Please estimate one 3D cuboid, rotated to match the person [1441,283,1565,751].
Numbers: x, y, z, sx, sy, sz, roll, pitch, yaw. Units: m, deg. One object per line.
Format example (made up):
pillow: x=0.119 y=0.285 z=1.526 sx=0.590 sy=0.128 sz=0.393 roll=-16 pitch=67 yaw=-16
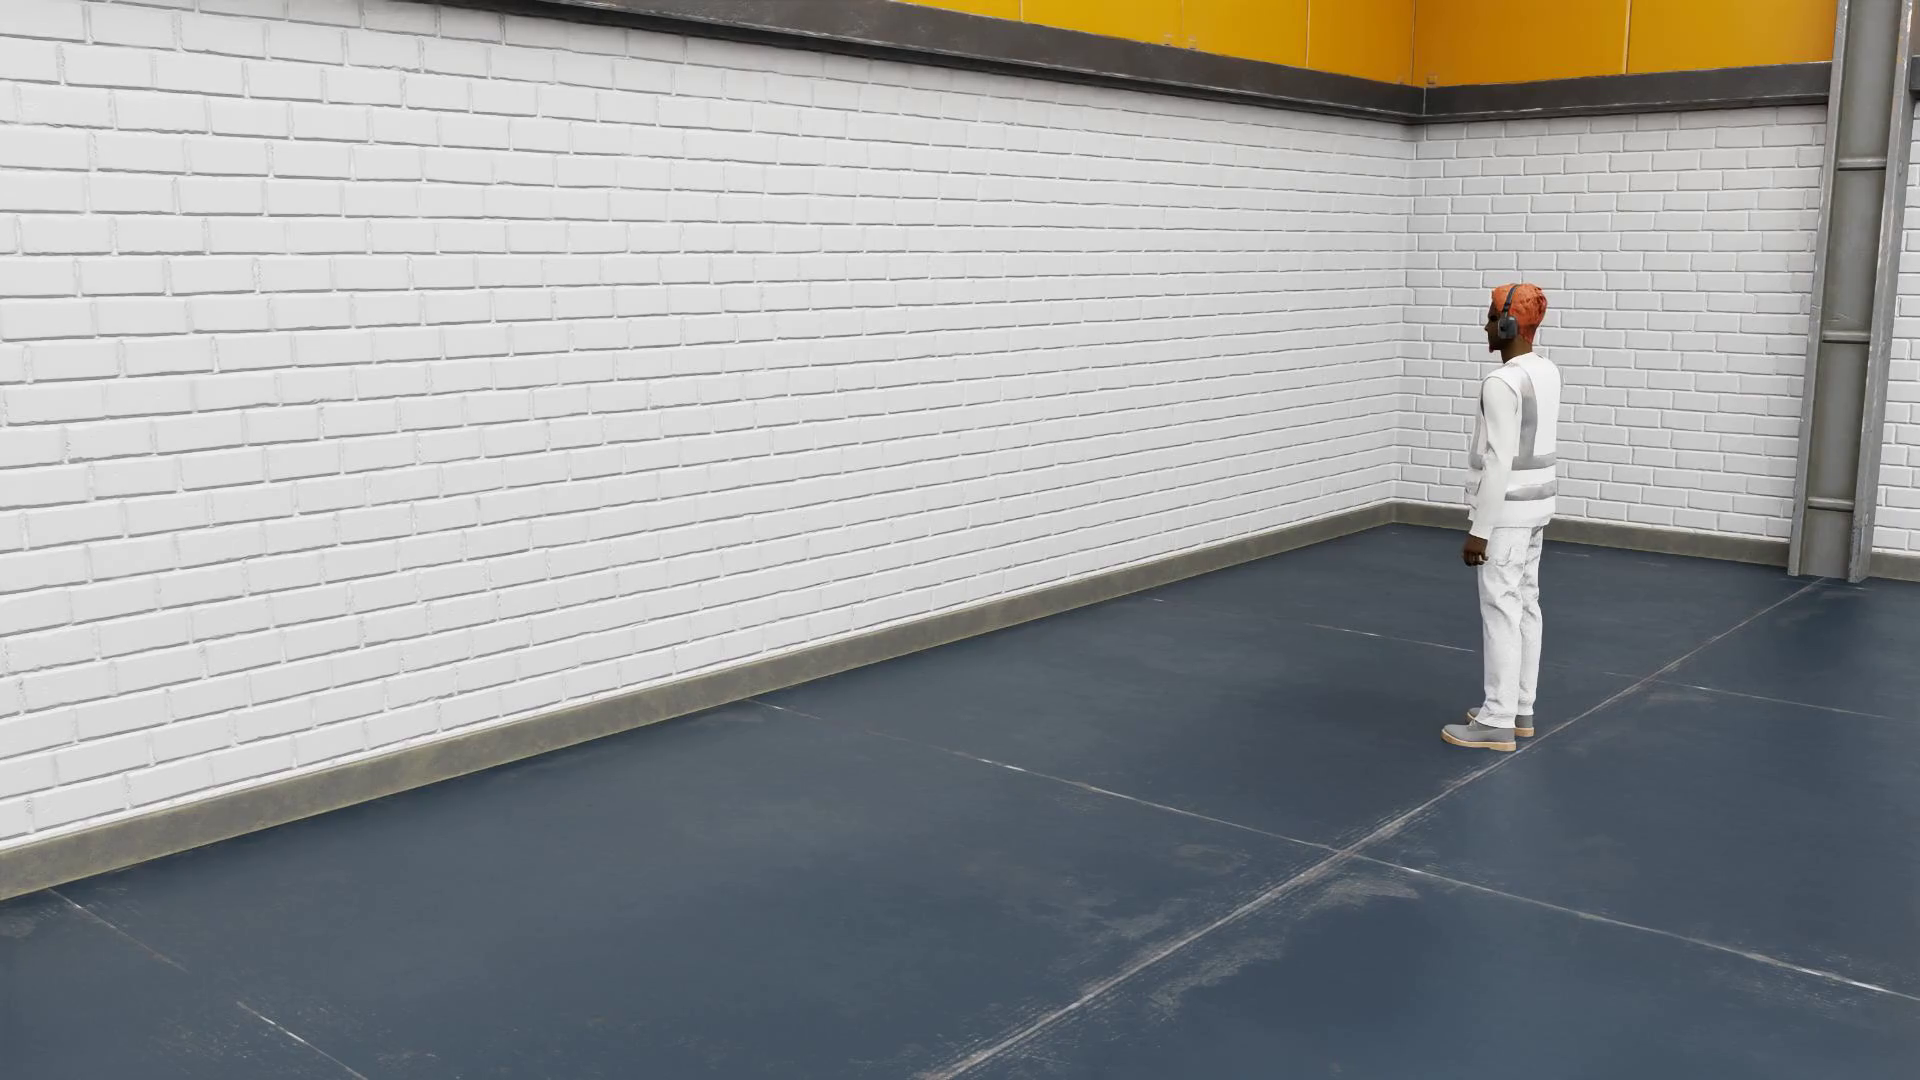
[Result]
person: x=2.213 y=-0.089 z=6.740 sx=0.355 sy=1.883 sz=0.575 roll=8 pitch=13 yaw=37
